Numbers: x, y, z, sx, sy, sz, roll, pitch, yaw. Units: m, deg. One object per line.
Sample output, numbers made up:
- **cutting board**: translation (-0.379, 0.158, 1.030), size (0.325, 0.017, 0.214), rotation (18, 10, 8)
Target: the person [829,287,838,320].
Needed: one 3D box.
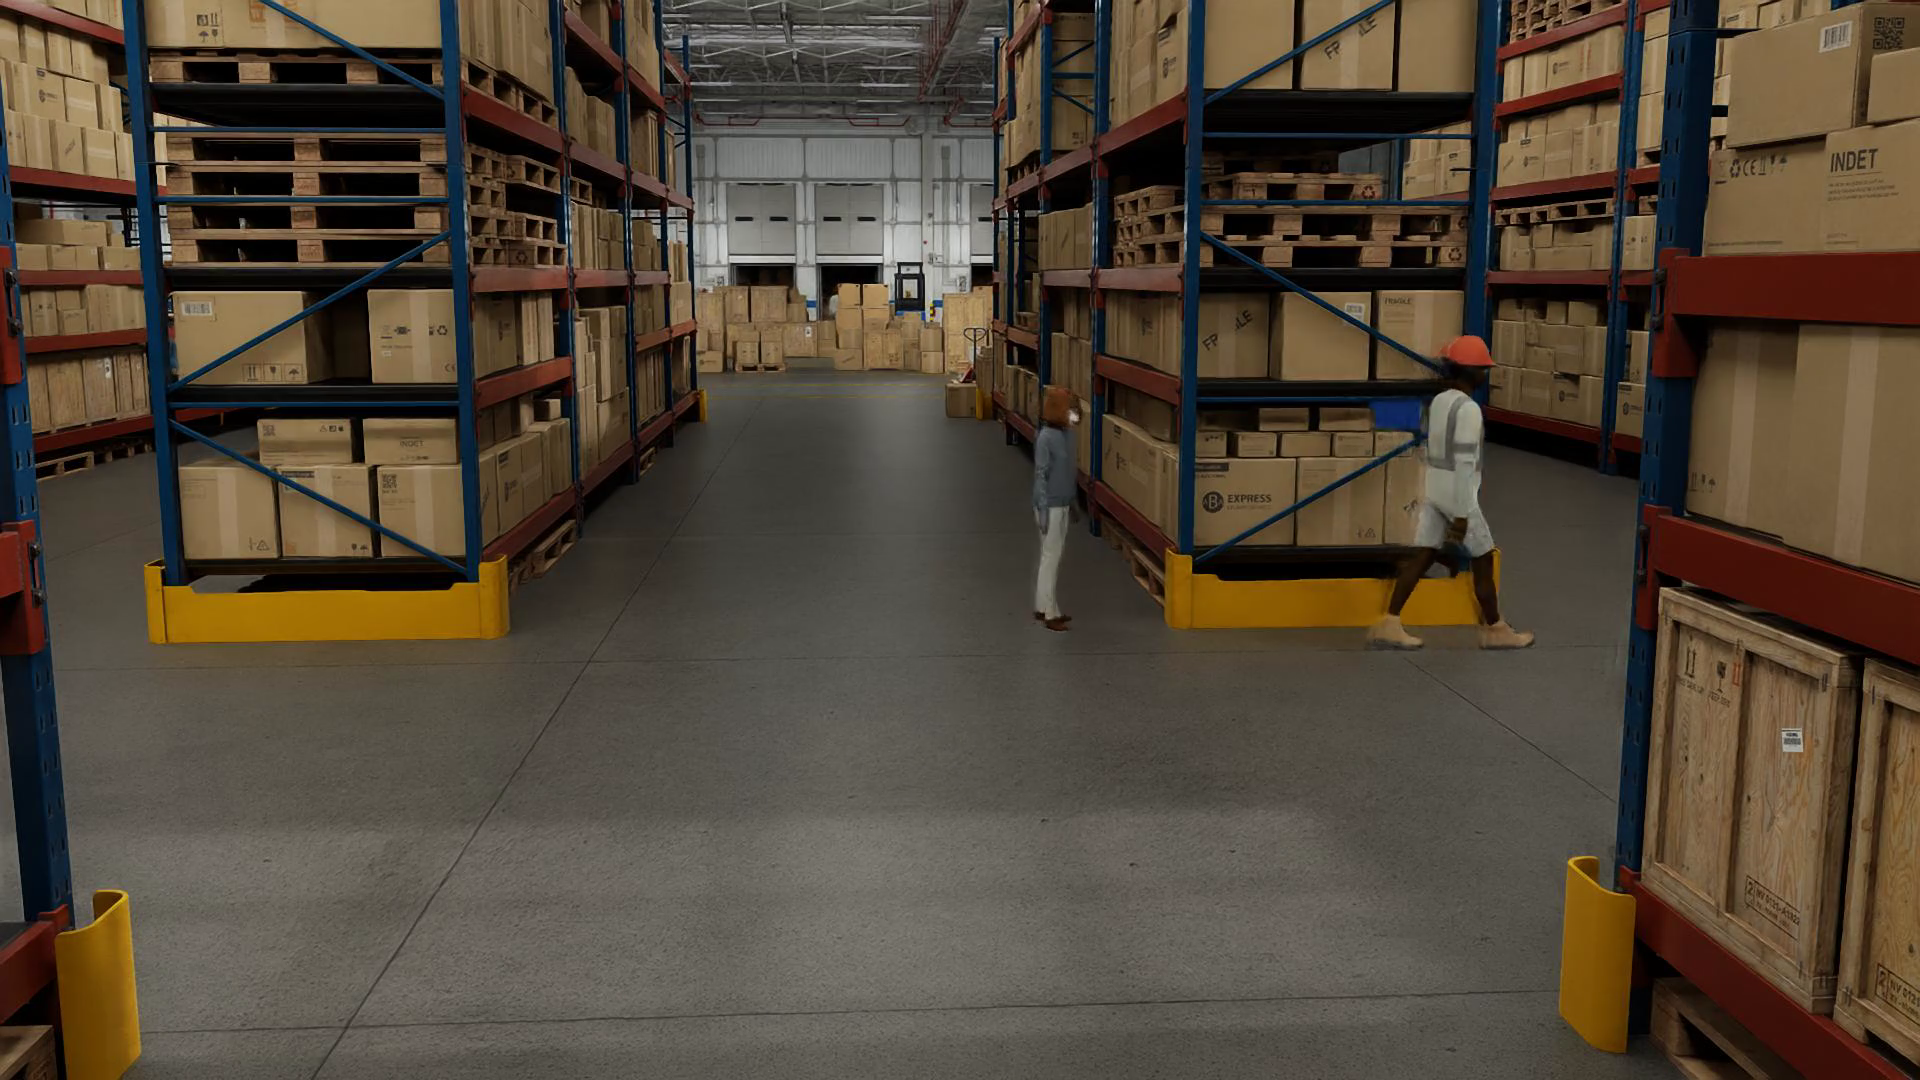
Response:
- **person**: translation (-4.571, -8.405, 61.661), size (0.636, 1.915, 0.833), rotation (4, 10, 24)

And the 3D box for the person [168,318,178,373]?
- **person**: translation (-13.305, -2.936, 28.100), size (0.531, 1.657, 0.875), rotation (6, 11, 33)

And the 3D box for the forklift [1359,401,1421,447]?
- **forklift**: translation (5.127, -2.574, 21.994), size (1.873, 2.768, 1.129), rotation (-5, 10, -30)

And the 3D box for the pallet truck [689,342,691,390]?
- **pallet truck**: translation (-5.225, -3.008, 27.480), size (1.885, 1.965, 0.823), rotation (2, 9, 14)

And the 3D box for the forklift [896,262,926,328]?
- **forklift**: translation (-1.780, -8.547, 59.499), size (1.129, 2.768, 1.873), rotation (-1, 9, -4)

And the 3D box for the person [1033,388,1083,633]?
- **person**: translation (0.661, -0.201, 11.077), size (0.473, 1.608, 0.516), rotation (4, 10, 26)

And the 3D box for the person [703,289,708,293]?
- **person**: translation (-9.643, -8.644, 63.376), size (0.969, 1.829, 0.606), rotation (2, 9, 12)

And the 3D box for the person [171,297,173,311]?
- **person**: translation (-29.533, -8.627, 62.818), size (0.399, 1.986, 0.608), rotation (0, 9, 3)

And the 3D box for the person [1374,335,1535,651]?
- **person**: translation (3.081, -0.275, 10.363), size (1.032, 1.994, 0.623), rotation (-1, 9, -9)

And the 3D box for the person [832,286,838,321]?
- **person**: translation (-4.577, -8.626, 62.946), size (0.551, 1.937, 0.357), rotation (1, 9, 9)
